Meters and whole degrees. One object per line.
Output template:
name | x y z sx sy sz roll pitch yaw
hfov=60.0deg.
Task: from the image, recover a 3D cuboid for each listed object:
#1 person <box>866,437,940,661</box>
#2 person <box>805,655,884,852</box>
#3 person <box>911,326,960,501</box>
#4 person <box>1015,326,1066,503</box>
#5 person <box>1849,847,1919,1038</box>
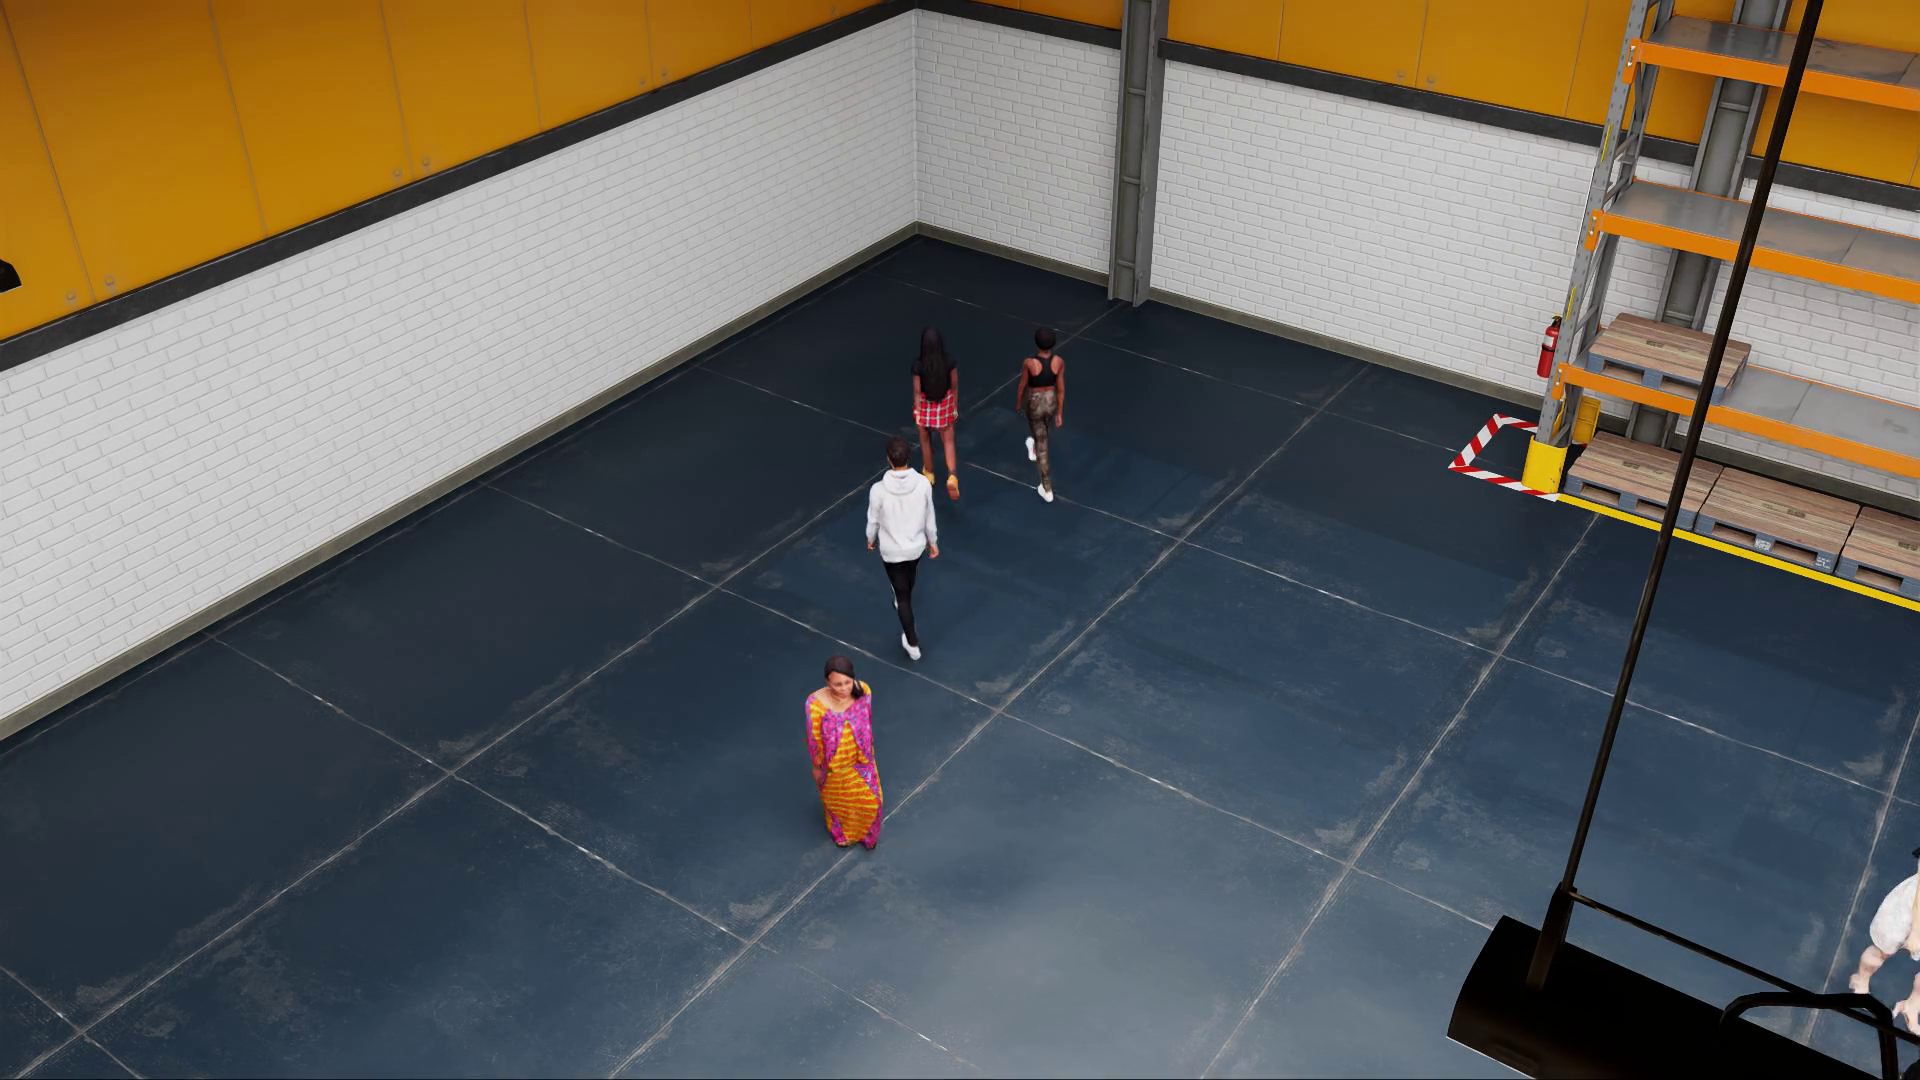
person | -0.435 0.118 13.407 1.141 1.875 1.289 -10 35 -15
person | -0.829 1.442 11.614 0.839 1.654 0.910 -13 36 -19
person | -0.203 -1.149 15.467 1.006 1.704 1.094 -8 34 -12
person | 0.780 -1.138 15.511 1.079 1.636 1.210 -9 35 -13
person | 5.829 2.276 10.267 0.810 1.758 0.888 -12 36 -18
